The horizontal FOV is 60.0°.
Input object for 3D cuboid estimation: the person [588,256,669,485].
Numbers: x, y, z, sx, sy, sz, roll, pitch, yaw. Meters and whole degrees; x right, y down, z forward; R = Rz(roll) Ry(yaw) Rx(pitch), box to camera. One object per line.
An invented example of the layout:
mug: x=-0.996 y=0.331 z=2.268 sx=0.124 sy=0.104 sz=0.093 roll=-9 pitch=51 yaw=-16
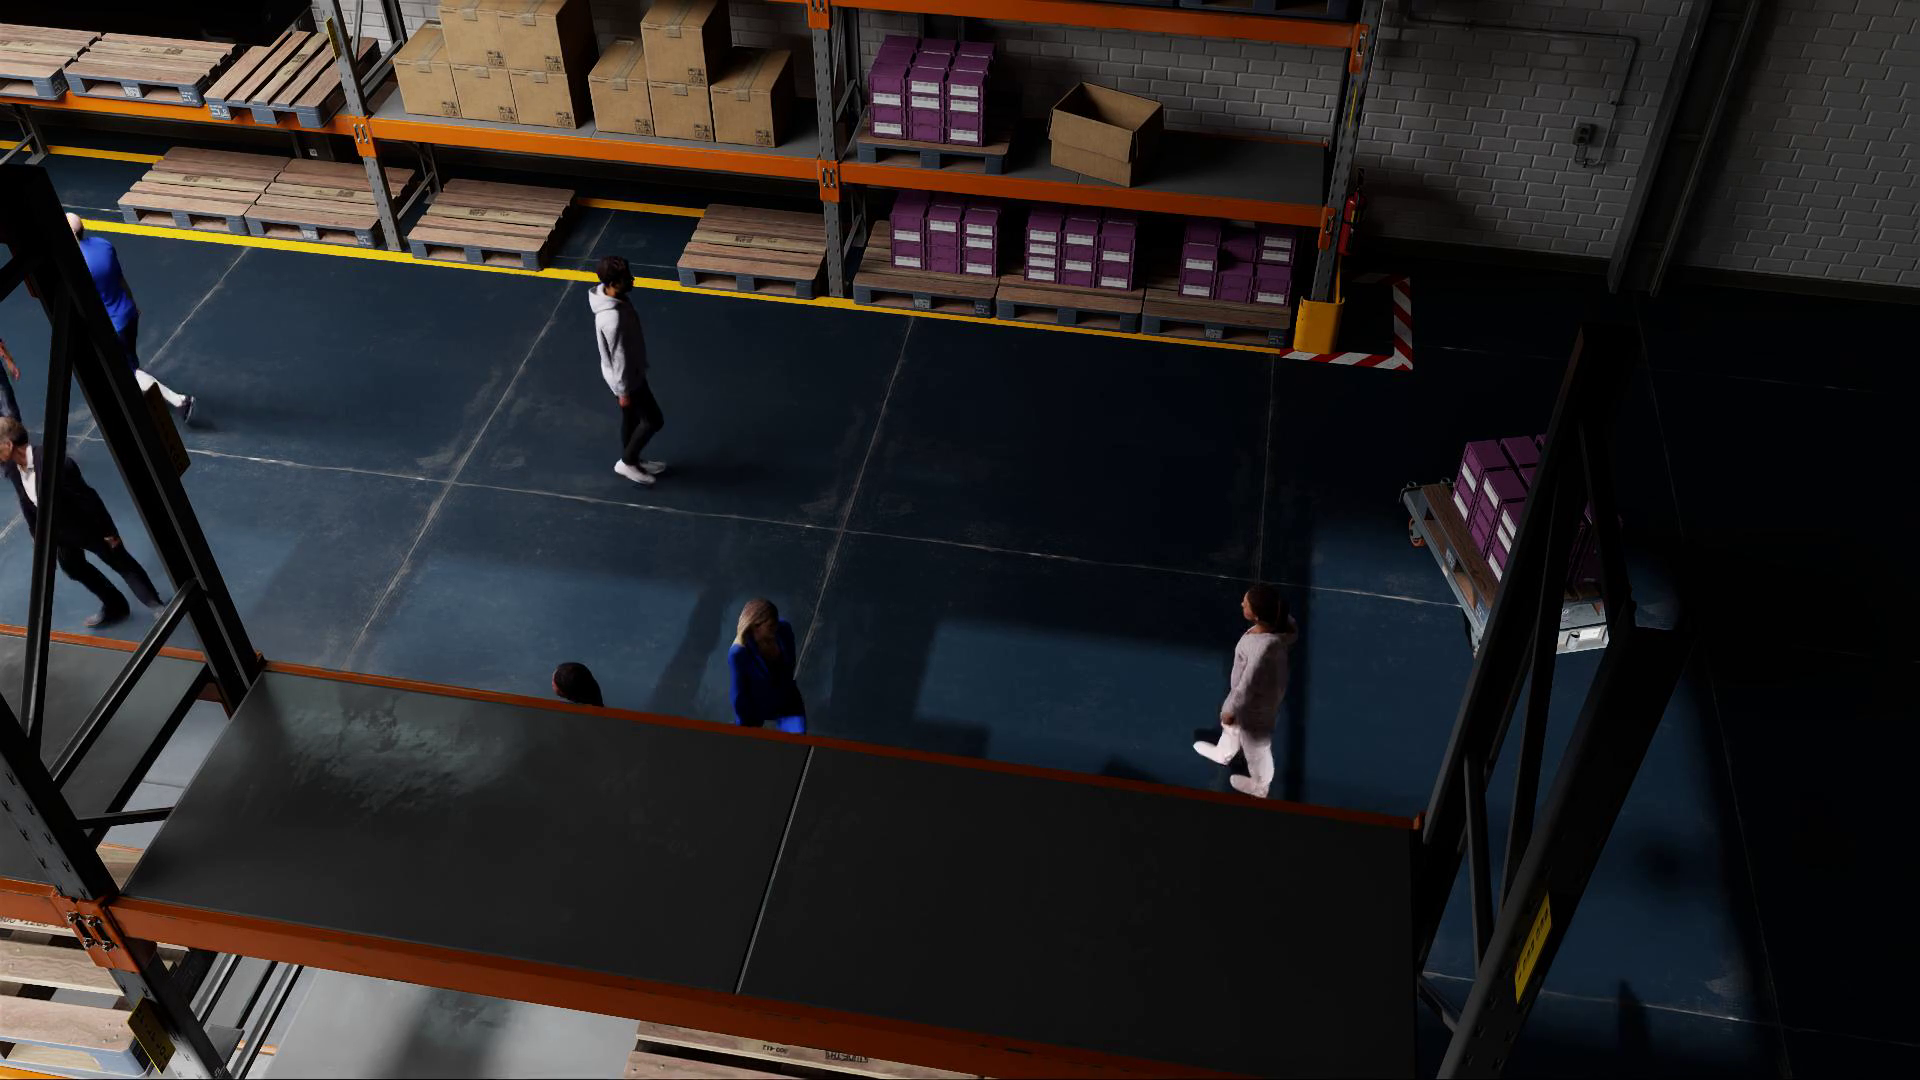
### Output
person: x=-2.467 y=-1.165 z=11.836 sx=0.772 sy=1.916 sz=0.785 roll=-6 pitch=44 yaw=-6

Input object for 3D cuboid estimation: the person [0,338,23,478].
person: x=-7.165 y=-1.272 z=12.017 sx=0.817 sy=1.822 sz=0.858 roll=-30 pitch=51 yaw=-28

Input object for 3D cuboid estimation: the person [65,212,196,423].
person: x=-6.251 y=-1.607 z=12.373 sx=1.069 sy=1.816 sz=0.677 roll=7 pitch=44 yaw=7

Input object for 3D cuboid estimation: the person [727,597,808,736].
person: x=-1.214 y=0.925 z=9.838 sx=1.114 sy=1.647 sz=1.239 roll=-31 pitch=51 yaw=-28

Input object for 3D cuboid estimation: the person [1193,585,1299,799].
person: x=1.840 y=0.939 z=9.803 sx=0.862 sy=1.674 sz=0.756 roll=18 pitch=46 yaw=18

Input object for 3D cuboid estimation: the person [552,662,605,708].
person: x=-1.989 y=1.287 z=9.408 sx=1.060 sy=1.715 sz=0.602 roll=8 pitch=44 yaw=8

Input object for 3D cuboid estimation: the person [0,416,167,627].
person: x=-5.733 y=-0.108 z=10.834 sx=0.596 sy=1.768 sz=0.848 roll=1 pitch=44 yaw=1
